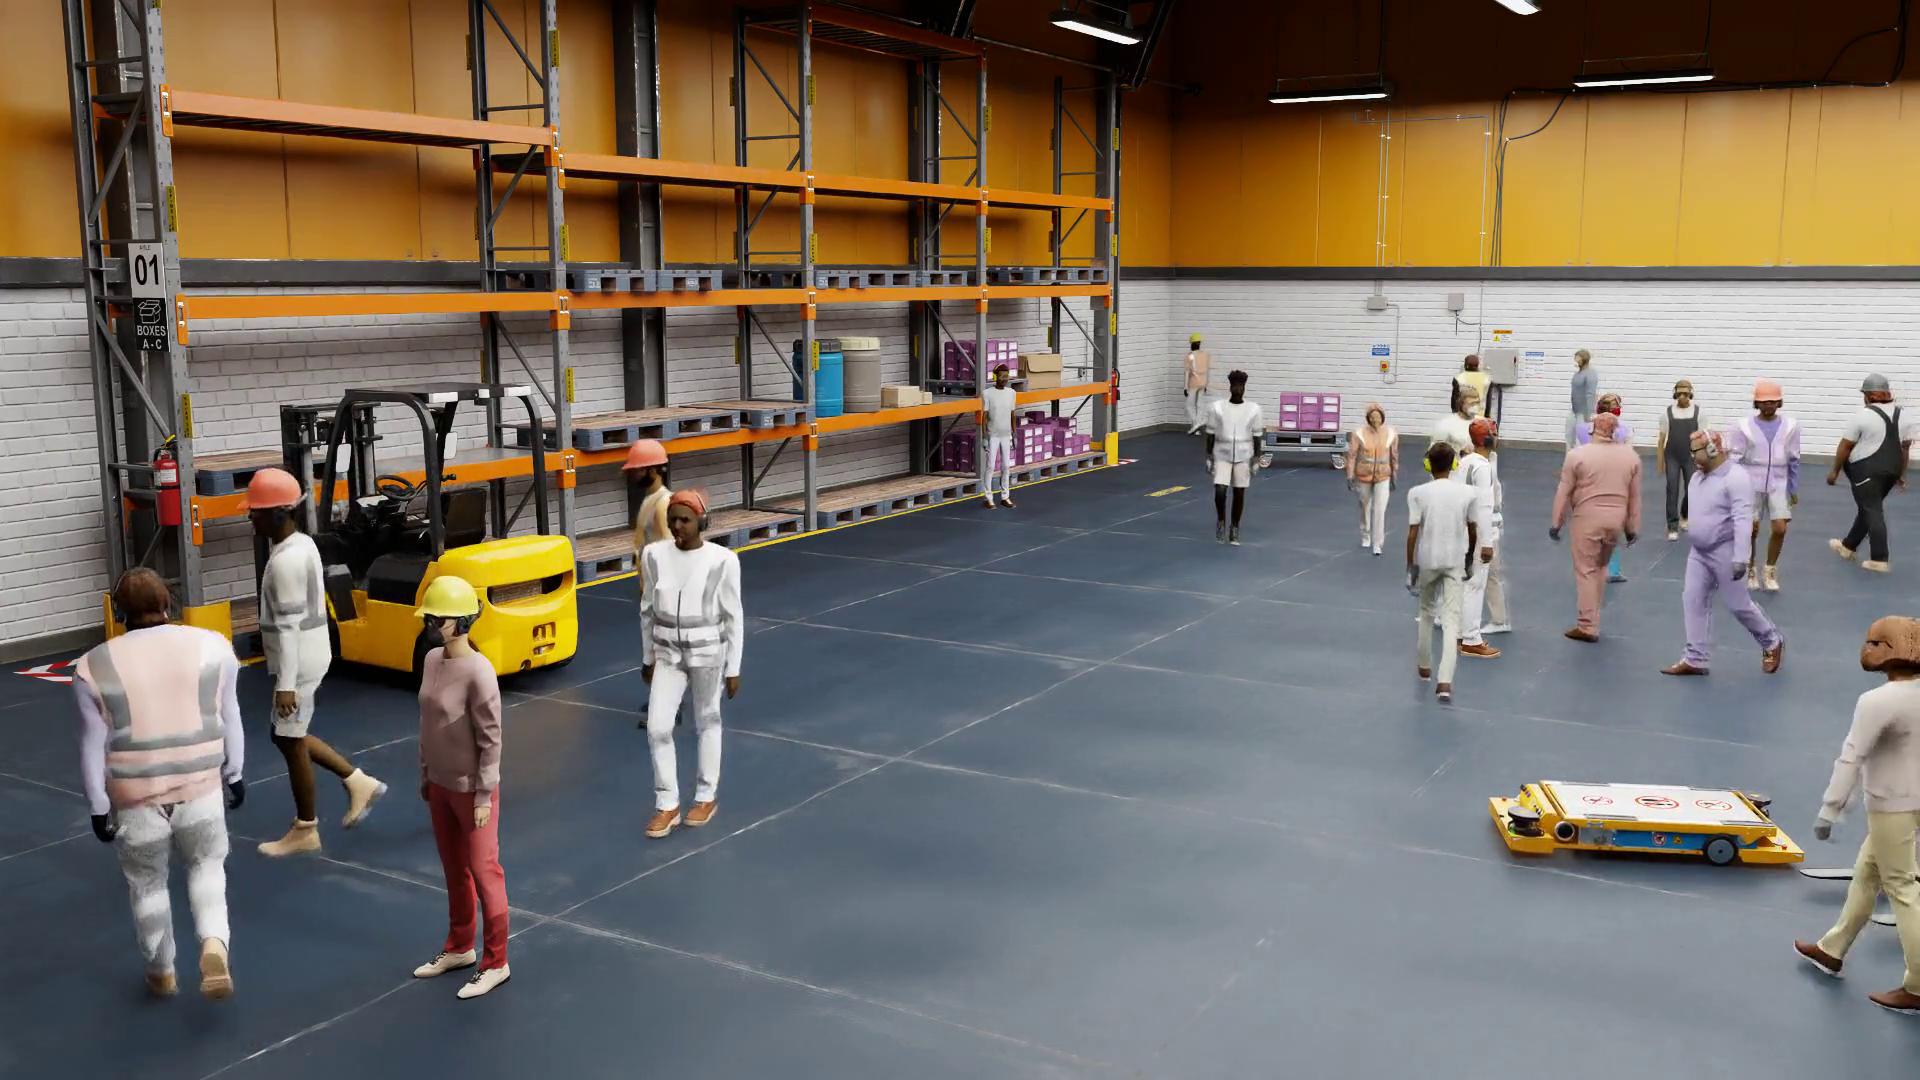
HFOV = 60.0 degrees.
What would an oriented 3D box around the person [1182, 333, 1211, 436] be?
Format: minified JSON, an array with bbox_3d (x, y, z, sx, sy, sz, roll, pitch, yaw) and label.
[{"bbox_3d":[4.367,-2.879,30.827,0.614,1.915,0.423,-4,10,-25],"label":"person"}]

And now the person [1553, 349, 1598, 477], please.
[{"bbox_3d":[9.224,-1.861,24.490,0.798,1.914,0.636,0,9,-2],"label":"person"}]

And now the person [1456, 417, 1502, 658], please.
[{"bbox_3d":[4.083,-0.023,13.102,0.346,1.884,0.584,0,9,2],"label":"person"}]

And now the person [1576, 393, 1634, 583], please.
[{"bbox_3d":[6.266,-0.503,16.217,0.564,1.847,0.396,9,13,44],"label":"person"}]

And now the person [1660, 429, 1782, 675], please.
[{"bbox_3d":[5.744,0.099,12.437,0.869,1.859,0.727,-2,9,-14],"label":"person"}]

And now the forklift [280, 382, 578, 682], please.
[{"bbox_3d":[-3.974,-0.067,12.417,2.313,2.155,1.214,5,11,30],"label":"forklift"}]

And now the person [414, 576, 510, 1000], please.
[{"bbox_3d":[-2.101,1.019,6.961,0.525,1.772,0.305,8,12,42],"label":"person"}]

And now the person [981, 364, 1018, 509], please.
[{"bbox_3d":[0.506,-1.324,21.310,0.513,1.861,0.327,-5,10,-27],"label":"person"}]

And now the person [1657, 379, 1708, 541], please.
[{"bbox_3d":[8.154,-0.907,18.787,0.543,1.830,0.491,4,10,21],"label":"person"}]

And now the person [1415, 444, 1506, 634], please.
[{"bbox_3d":[4.218,-0.001,13.837,0.781,1.603,0.513,-1,9,-6],"label":"person"}]

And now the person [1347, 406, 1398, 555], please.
[{"bbox_3d":[4.463,-0.662,18.008,0.536,1.592,0.875,2,9,12],"label":"person"}]

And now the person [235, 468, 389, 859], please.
[{"bbox_3d":[-3.360,0.636,8.547,0.575,2.032,0.608,-3,10,-18],"label":"person"}]

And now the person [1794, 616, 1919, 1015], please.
[{"bbox_3d":[3.793,1.108,6.912,0.624,1.586,0.765,-5,10,-29],"label":"person"}]

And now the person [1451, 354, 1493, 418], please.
[{"bbox_3d":[7.676,-1.877,24.940,0.630,1.813,0.878,0,9,-2],"label":"person"}]

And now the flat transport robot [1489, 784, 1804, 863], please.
[{"bbox_3d":[3.590,1.474,8.780,1.431,0.197,0.652,1,9,8],"label":"flat transport robot"}]

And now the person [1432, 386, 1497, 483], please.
[{"bbox_3d":[4.916,-0.523,16.129,0.634,1.926,0.472,-4,10,-22],"label":"person"}]

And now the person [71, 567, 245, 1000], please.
[{"bbox_3d":[-3.243,1.018,6.792,0.639,1.829,0.629,-6,11,-33],"label":"person"}]

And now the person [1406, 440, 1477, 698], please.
[{"bbox_3d":[3.454,0.198,11.980,0.499,1.821,0.972,2,9,14],"label":"person"}]

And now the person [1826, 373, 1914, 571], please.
[{"bbox_3d":[9.305,-0.742,17.109,0.691,2.000,1.024,-3,10,-17],"label":"person"}]

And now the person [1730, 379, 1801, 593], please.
[{"bbox_3d":[7.550,-0.491,15.604,0.634,2.018,0.639,2,9,14],"label":"person"}]

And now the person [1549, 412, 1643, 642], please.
[{"bbox_3d":[5.264,-0.121,13.799,0.641,1.860,0.751,-2,9,-9],"label":"person"}]

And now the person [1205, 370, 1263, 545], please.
[{"bbox_3d":[3.023,-0.900,18.334,0.620,1.952,0.481,1,9,6],"label":"person"}]

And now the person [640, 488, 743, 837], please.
[{"bbox_3d":[-1.472,0.664,8.872,0.620,1.861,0.689,2,9,12],"label":"person"}]

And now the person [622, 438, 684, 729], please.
[{"bbox_3d":[-2.034,0.275,11.132,0.374,1.934,0.557,-3,10,-20],"label":"person"}]
